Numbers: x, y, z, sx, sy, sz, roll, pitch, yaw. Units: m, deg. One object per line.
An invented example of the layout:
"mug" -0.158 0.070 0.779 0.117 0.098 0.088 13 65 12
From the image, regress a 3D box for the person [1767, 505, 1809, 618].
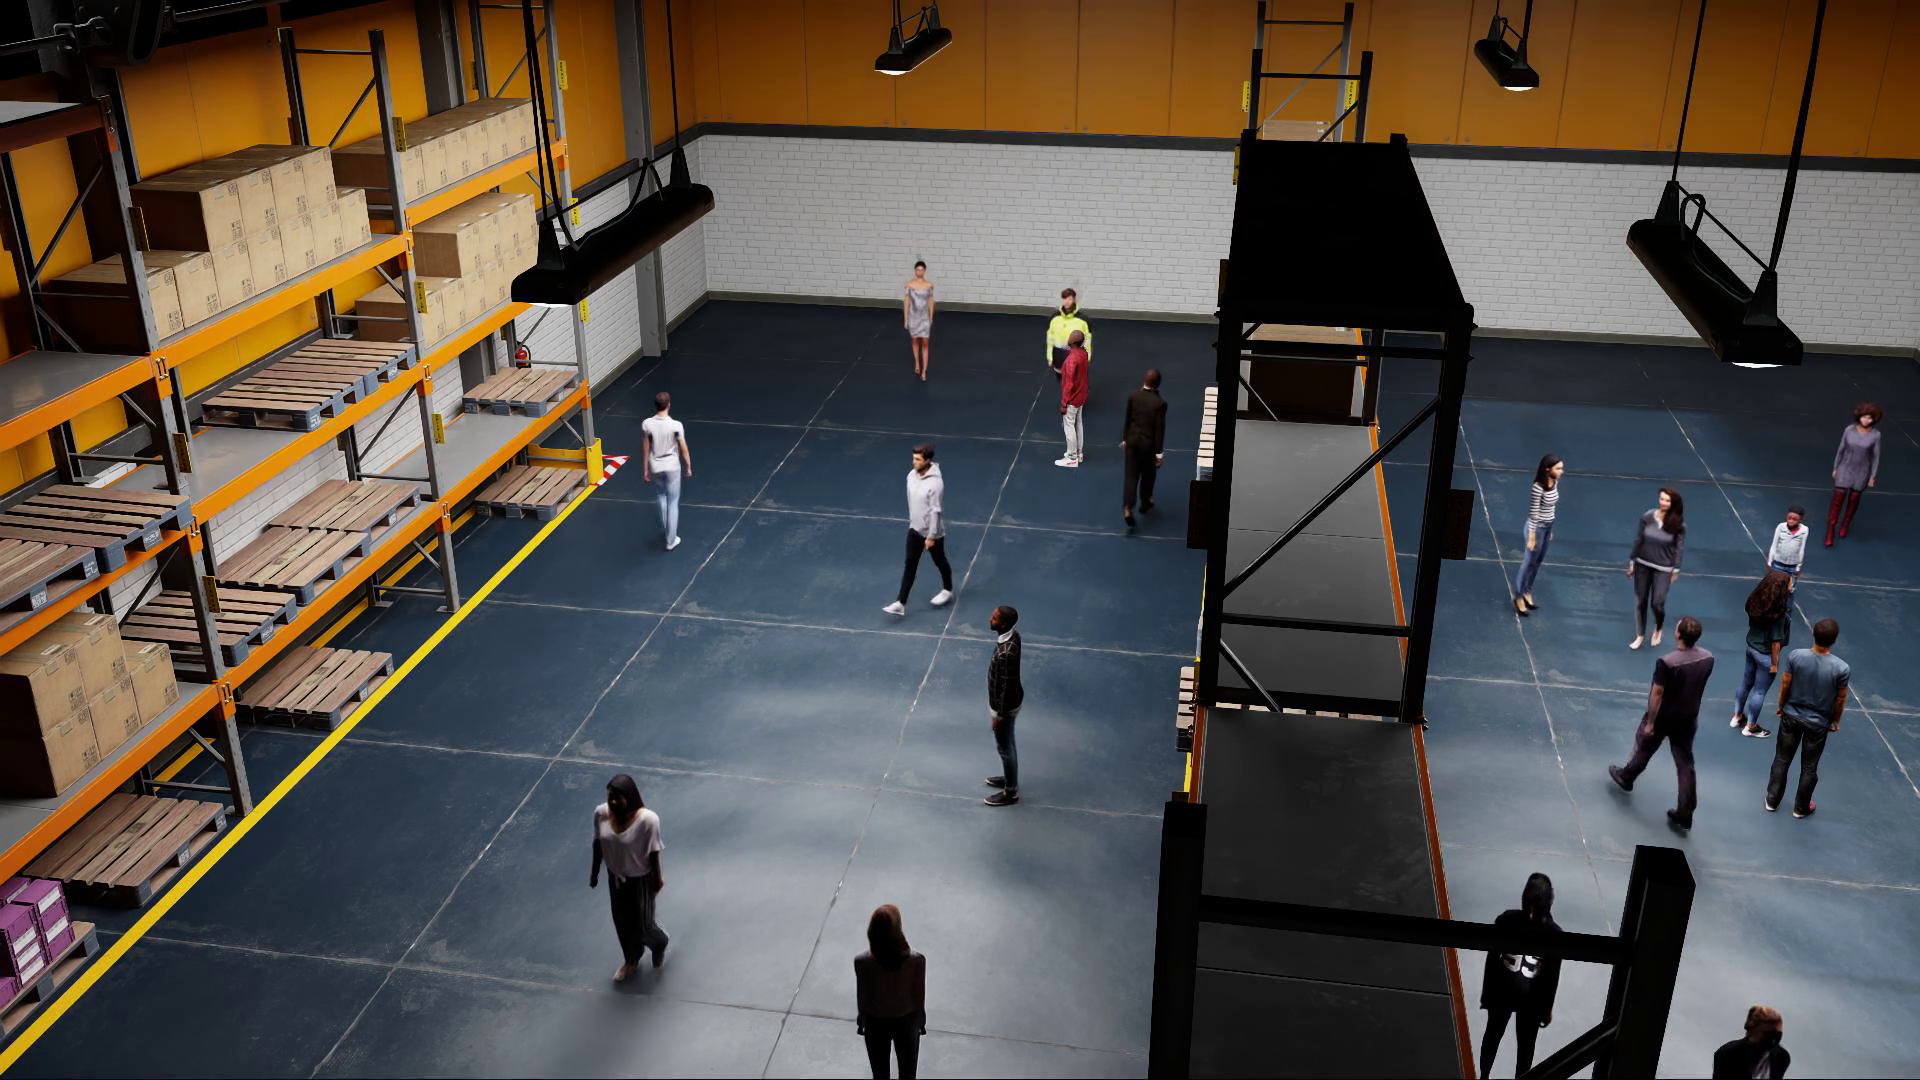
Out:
"person" 8.709 0.216 17.510 0.554 1.255 0.584 15 28 31

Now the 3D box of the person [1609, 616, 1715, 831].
"person" 5.968 1.539 13.804 1.059 1.799 1.326 -5 24 -12

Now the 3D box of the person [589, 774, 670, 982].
"person" -2.352 2.384 12.029 0.765 1.673 0.762 10 26 22

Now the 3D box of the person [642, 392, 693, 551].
"person" -3.394 -0.758 19.022 0.681 1.830 0.852 3 24 7

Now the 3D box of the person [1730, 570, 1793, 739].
"person" 7.341 1.024 15.209 0.738 1.617 0.635 -4 24 -8

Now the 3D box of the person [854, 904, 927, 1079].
"person" -0.427 3.045 10.364 0.628 1.794 0.564 -1 24 -2

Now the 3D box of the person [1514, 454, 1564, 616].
"person" 6.078 -0.071 17.495 0.719 1.792 0.627 22 32 40

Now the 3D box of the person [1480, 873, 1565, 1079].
"person" 3.597 2.922 10.711 0.675 1.742 0.661 11 26 24

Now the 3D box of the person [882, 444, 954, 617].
"person" -0.276 -0.120 17.511 1.133 1.869 1.304 21 31 40

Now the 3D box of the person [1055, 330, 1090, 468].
"person" 1.484 -1.856 21.544 0.791 1.820 0.632 12 26 25

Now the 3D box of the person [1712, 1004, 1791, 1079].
"person" 4.498 3.377 9.750 0.697 1.679 1.069 1 24 2

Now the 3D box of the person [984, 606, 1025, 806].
"person" 0.399 1.383 14.133 0.734 1.821 0.513 2 24 5

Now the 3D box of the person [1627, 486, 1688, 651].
"person" 7.027 0.257 16.788 0.754 1.758 0.802 18 29 35

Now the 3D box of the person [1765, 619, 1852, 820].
"person" 7.092 1.481 13.922 0.723 1.810 0.698 16 28 32

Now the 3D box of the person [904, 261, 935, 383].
"person" -0.629 -3.286 24.865 0.737 1.781 1.128 0 24 -1

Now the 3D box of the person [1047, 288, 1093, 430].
"person" 1.541 -2.546 22.979 0.883 1.936 1.222 7 25 15

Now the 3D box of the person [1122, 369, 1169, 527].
"person" 2.136 -1.058 19.669 0.956 1.859 1.328 10 25 21

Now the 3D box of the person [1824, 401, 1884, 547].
"person" 10.372 -0.787 19.270 0.828 1.684 1.009 15 28 30
